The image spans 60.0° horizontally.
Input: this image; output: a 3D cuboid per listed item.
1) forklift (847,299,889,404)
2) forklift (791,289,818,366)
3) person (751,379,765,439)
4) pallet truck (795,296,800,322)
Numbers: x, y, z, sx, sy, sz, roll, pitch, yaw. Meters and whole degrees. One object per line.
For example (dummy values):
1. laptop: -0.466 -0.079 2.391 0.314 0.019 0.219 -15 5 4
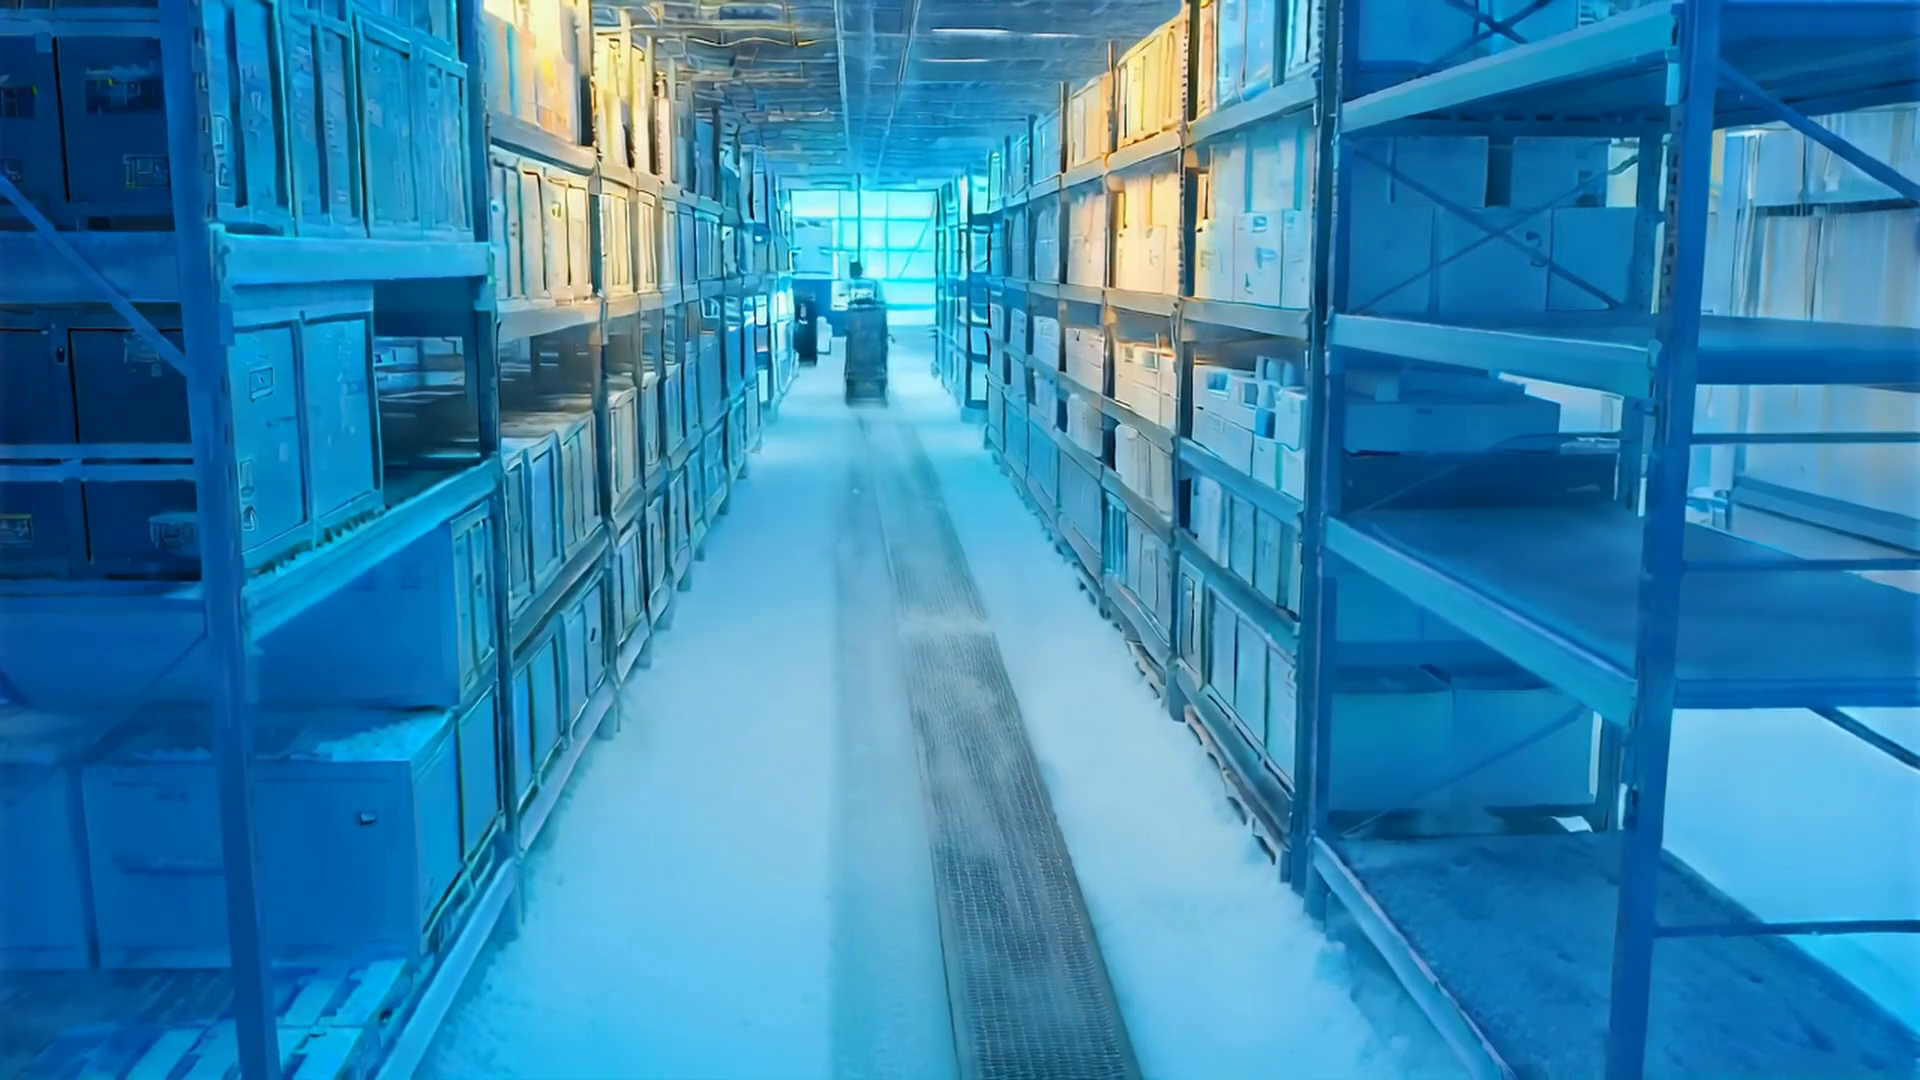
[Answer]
1. forklift: -2.521 -5.138 45.159 1.129 2.768 1.873 -1 10 -3
2. forklift: -5.859 -7.870 61.476 1.129 2.768 1.873 -1 10 -3
3. person: -4.343 -2.776 34.163 0.526 1.830 0.597 -1 10 -8
4. pallet truck: -8.622 -12.439 91.403 1.885 1.965 0.823 2 10 13
